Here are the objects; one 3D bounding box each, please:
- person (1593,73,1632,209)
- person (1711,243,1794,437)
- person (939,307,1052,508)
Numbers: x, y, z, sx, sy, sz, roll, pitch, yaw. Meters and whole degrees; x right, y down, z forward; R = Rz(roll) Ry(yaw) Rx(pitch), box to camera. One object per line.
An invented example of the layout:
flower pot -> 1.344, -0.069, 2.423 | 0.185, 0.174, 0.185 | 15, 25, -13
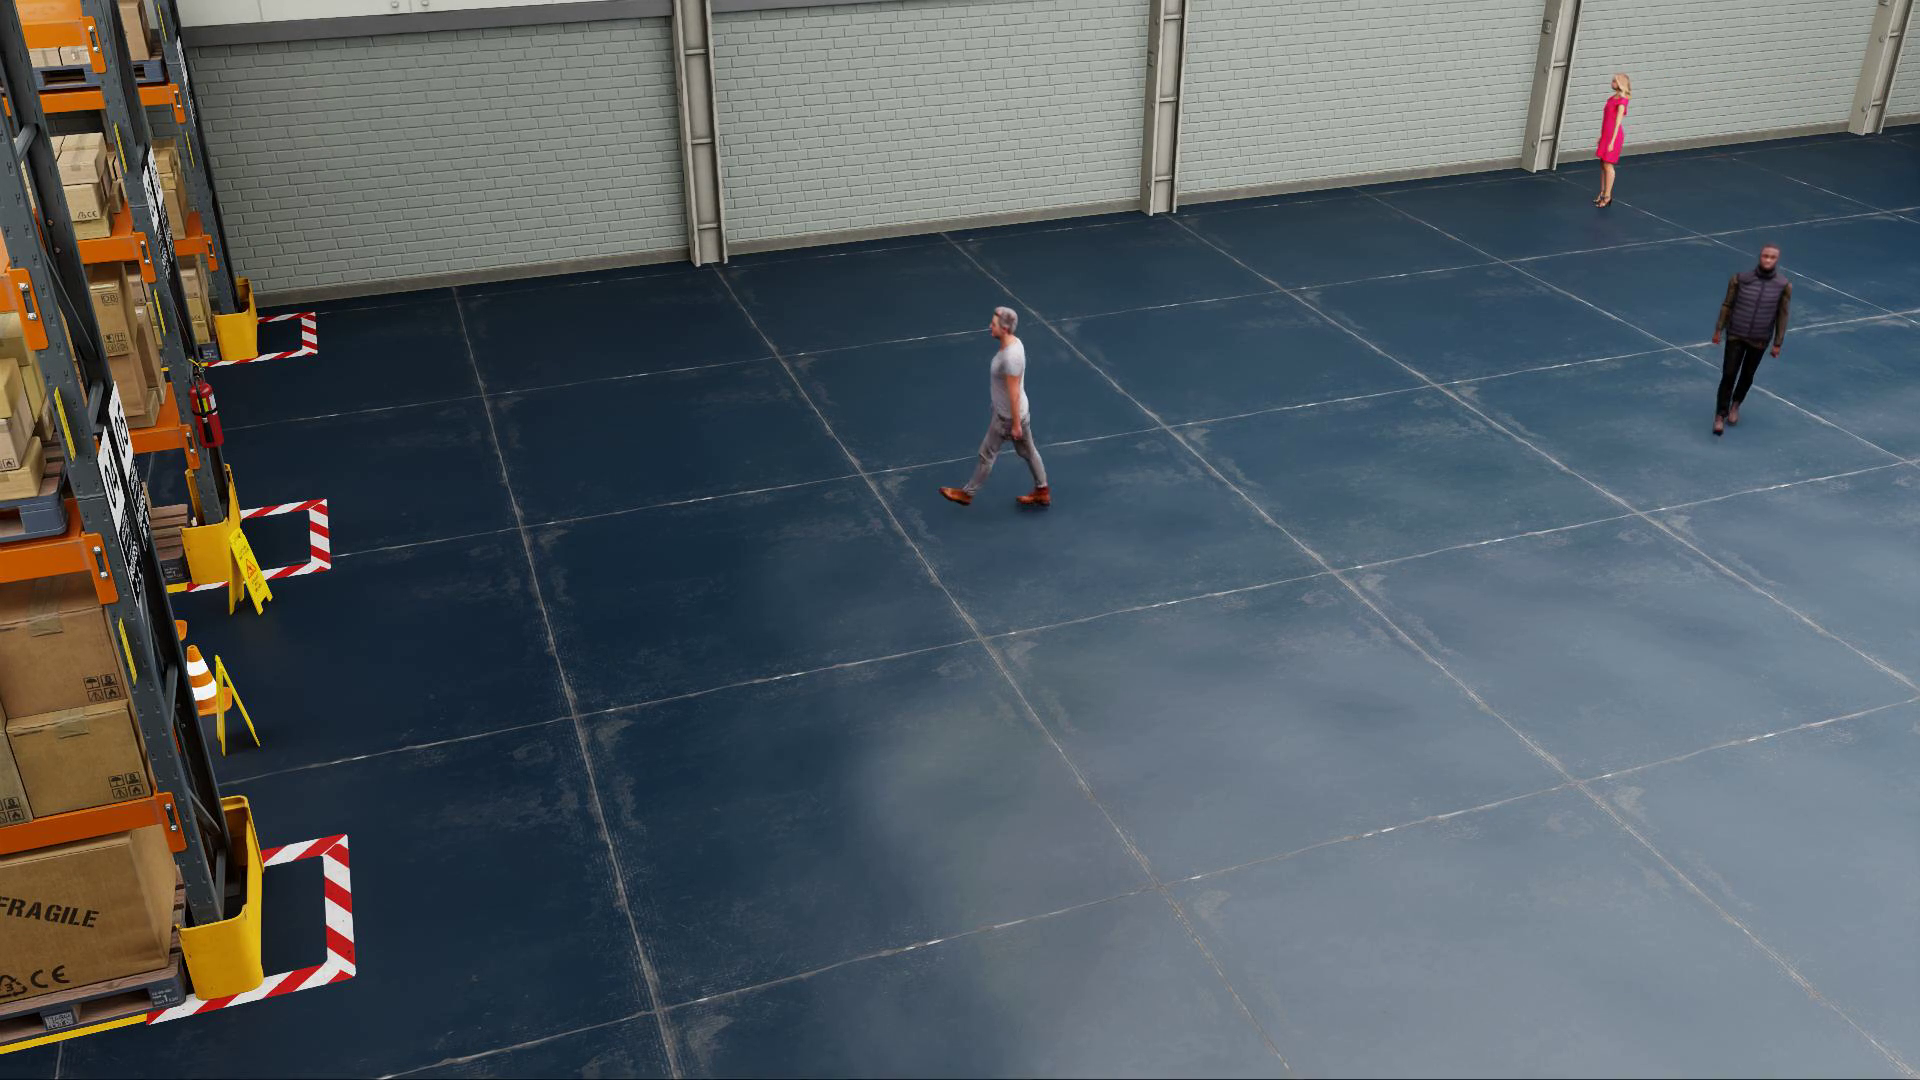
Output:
person -> 8.565, -5.251, 21.785 | 0.668, 1.724, 0.670 | 1, 28, 2
person -> 7.298, -1.876, 15.378 | 1.196, 1.790, 1.242 | 12, 30, 21
person -> 0.516, -1.045, 13.832 | 1.298, 1.776, 1.045 | 2, 28, 3
